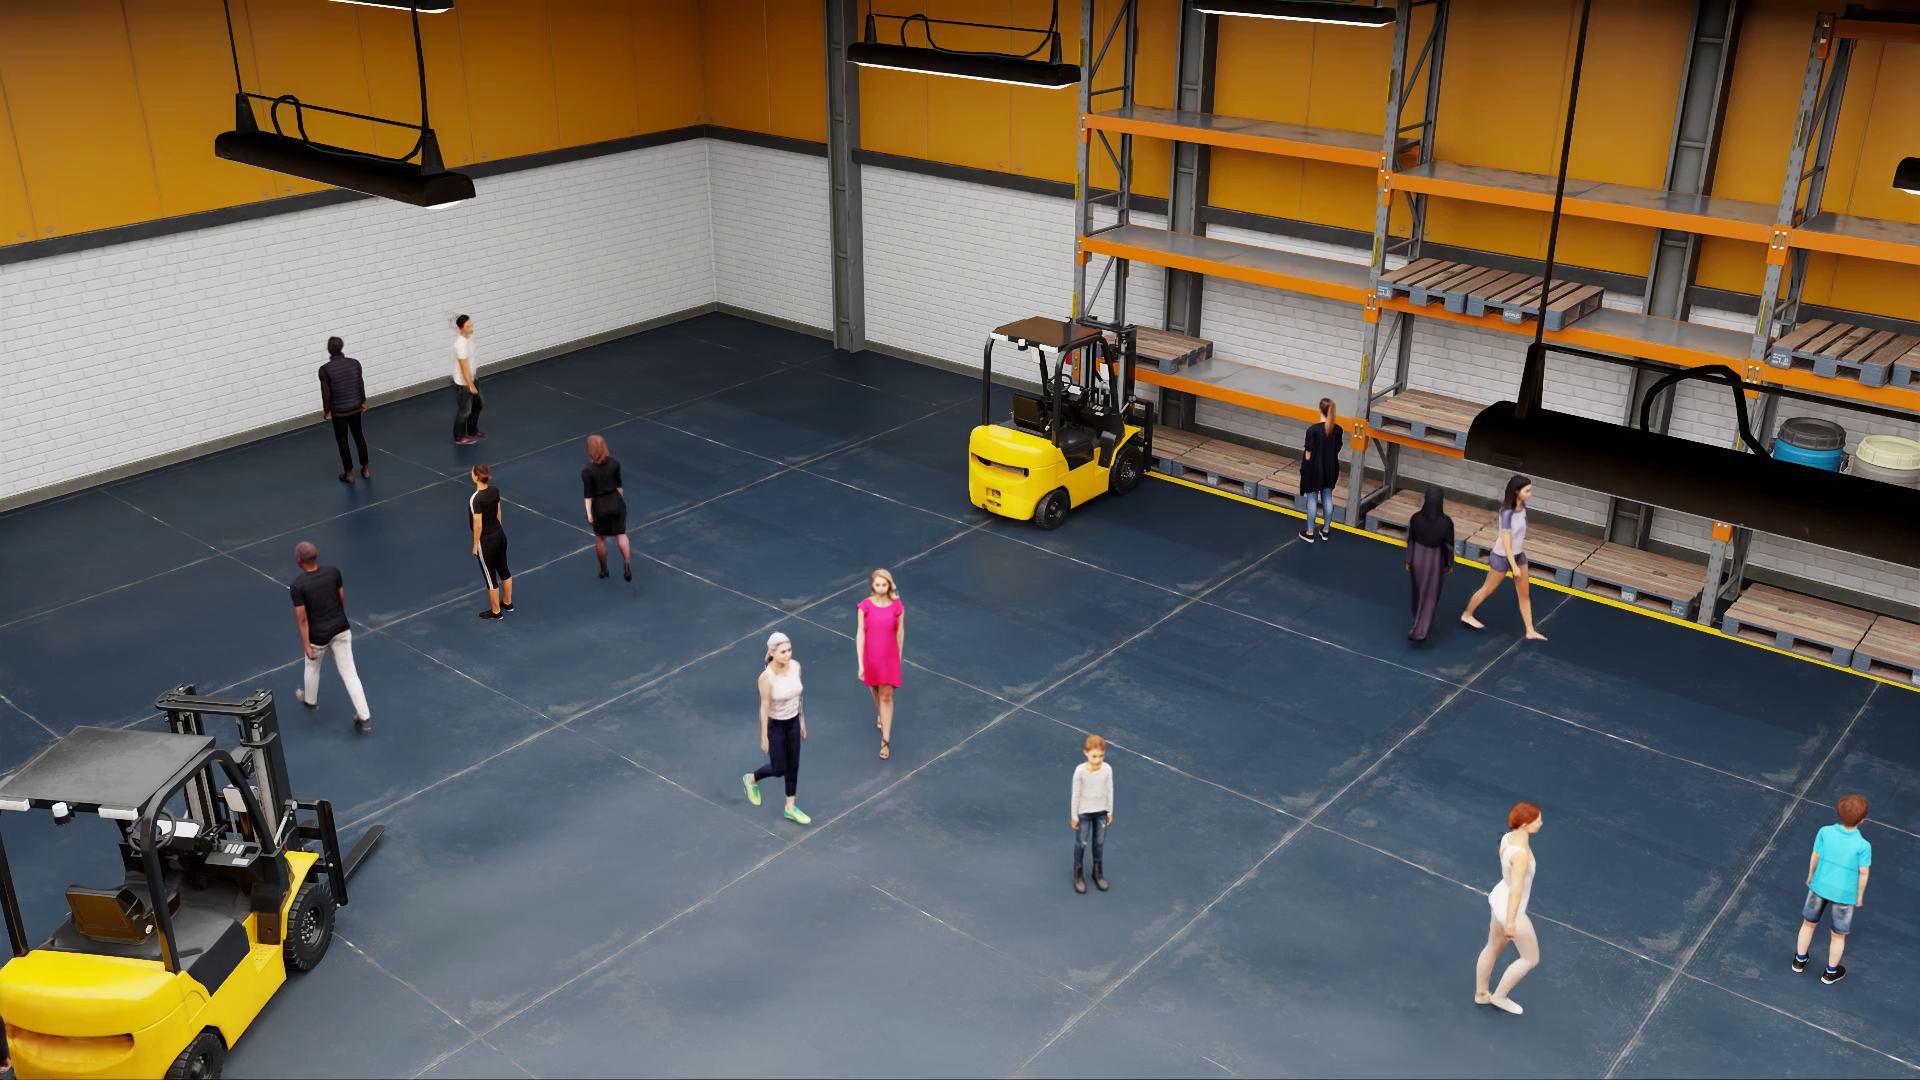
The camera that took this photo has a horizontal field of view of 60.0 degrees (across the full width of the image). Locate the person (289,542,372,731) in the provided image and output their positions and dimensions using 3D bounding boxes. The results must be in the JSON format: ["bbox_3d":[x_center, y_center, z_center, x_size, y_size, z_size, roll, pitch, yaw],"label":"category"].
[{"bbox_3d":[-5.562,0.893,14.768,1.246,1.744,0.731,21,31,40],"label":"person"}]

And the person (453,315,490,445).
[{"bbox_3d":[-6.451,-2.065,21.509,0.888,1.764,0.834,-5,24,-11],"label":"person"}]

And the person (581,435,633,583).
[{"bbox_3d":[-3.691,-0.293,17.549,0.793,1.689,0.972,-14,27,-29],"label":"person"}]

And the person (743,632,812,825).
[{"bbox_3d":[-1.502,1.497,13.454,0.847,1.690,0.616,17,29,33],"label":"person"}]

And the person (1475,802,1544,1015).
[{"bbox_3d":[3.637,2.492,11.247,0.735,1.634,0.692,2,24,4],"label":"person"}]

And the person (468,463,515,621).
[{"bbox_3d":[-4.781,-0.006,16.918,0.619,1.669,0.644,9,25,20],"label":"person"}]

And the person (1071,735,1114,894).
[{"bbox_3d":[0.999,2.061,12.635,0.571,1.312,0.621,-5,24,-12],"label":"person"}]

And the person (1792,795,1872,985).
[{"bbox_3d":[6.116,2.425,11.631,0.440,1.449,0.593,22,32,40],"label":"person"}]

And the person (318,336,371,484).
[{"bbox_3d":[-7.535,-1.610,20.379,0.726,1.835,0.598,-20,31,-39],"label":"person"}]

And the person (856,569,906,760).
[{"bbox_3d":[-0.709,1.005,14.590,1.045,1.681,1.051,0,24,0],"label":"person"}]

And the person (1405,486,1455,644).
[{"bbox_3d":[4.605,0.235,16.432,1.022,1.617,0.714,16,28,33],"label":"person"}]

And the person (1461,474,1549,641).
[{"bbox_3d":[5.333,0.178,16.478,1.120,1.684,0.654,21,31,39],"label":"person"}]

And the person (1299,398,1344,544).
[{"bbox_3d":[4.059,-0.791,18.695,0.722,1.684,0.747,-6,24,-13],"label":"person"}]
